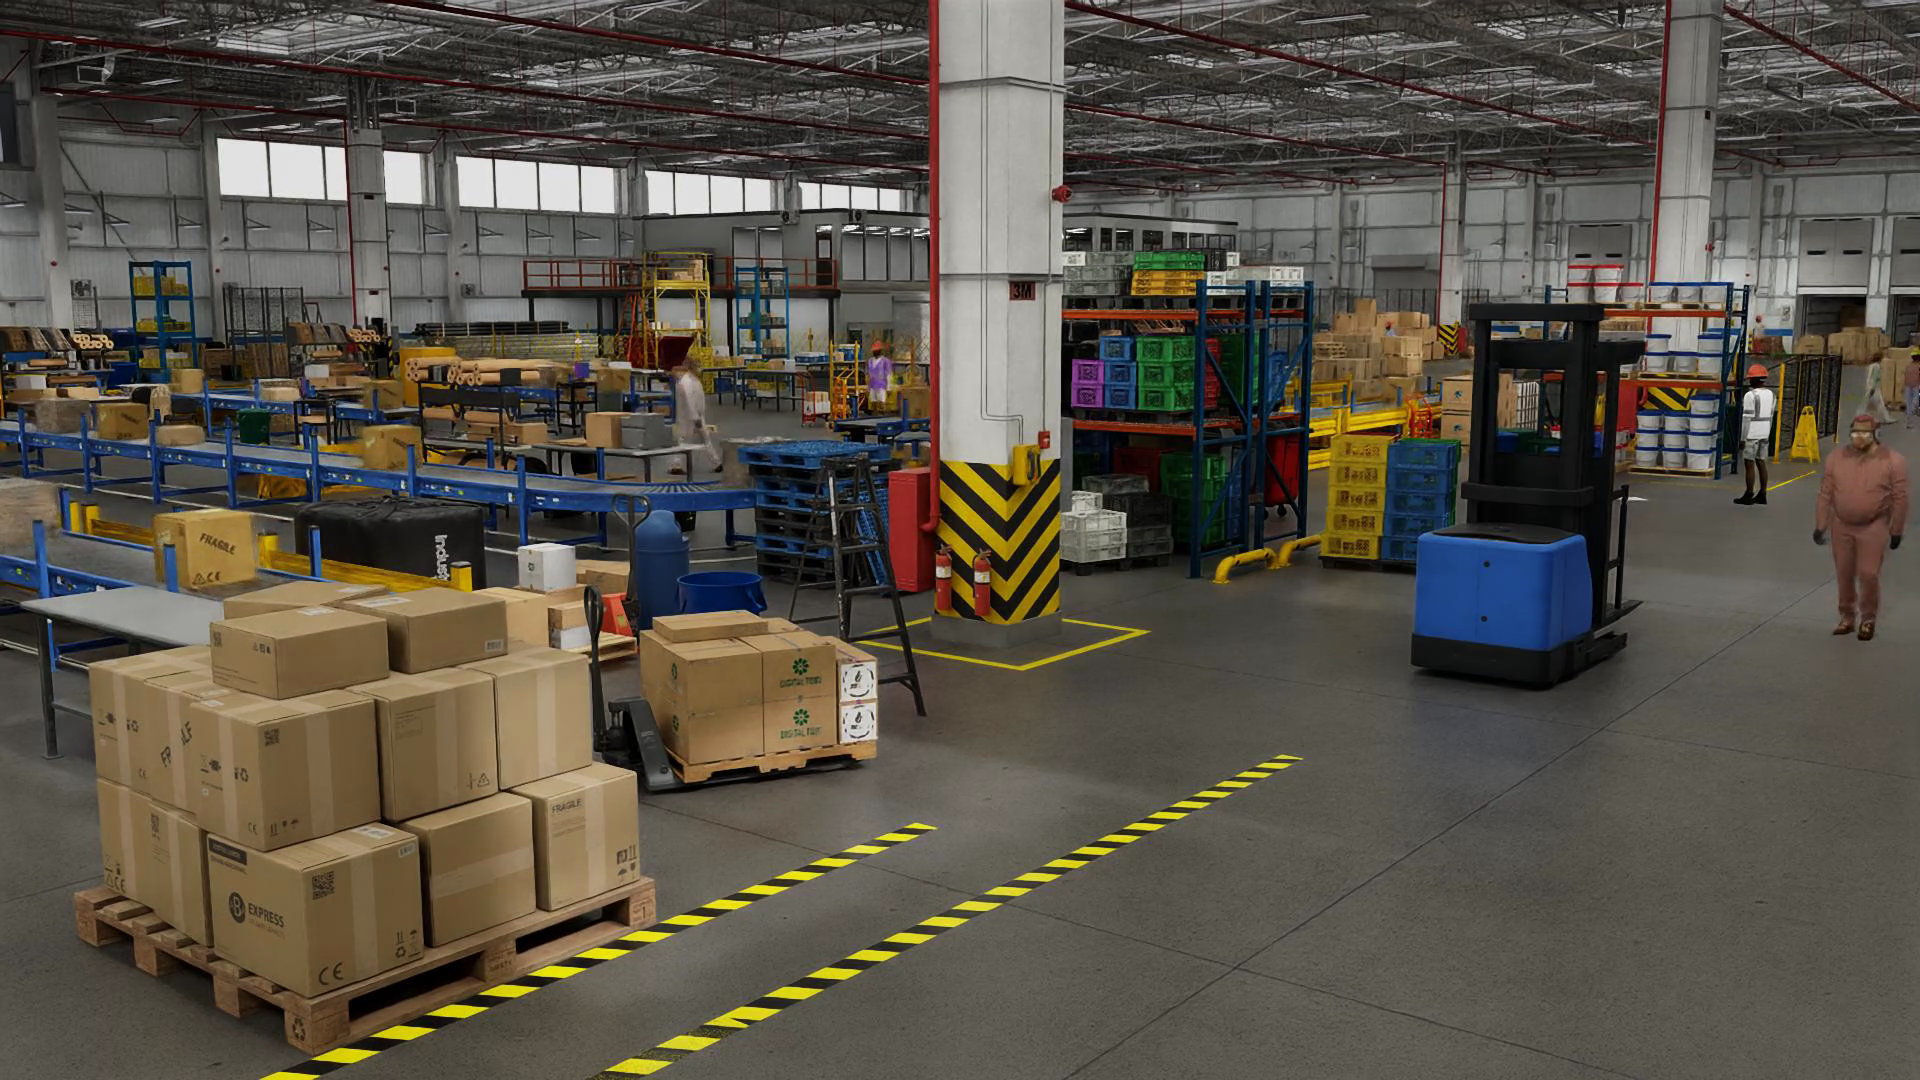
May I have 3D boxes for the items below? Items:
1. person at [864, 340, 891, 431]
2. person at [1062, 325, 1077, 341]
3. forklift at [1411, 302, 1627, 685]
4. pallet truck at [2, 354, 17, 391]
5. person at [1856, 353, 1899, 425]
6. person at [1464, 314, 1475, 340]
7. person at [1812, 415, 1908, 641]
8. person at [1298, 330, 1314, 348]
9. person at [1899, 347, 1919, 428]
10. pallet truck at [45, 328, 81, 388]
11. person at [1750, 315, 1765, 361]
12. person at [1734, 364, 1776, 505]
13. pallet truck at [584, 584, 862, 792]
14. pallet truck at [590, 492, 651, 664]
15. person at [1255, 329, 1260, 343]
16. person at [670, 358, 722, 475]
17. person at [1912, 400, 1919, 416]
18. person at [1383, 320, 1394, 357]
[{"bbox_3d":[-1.720,-3.176,34.511,0.553,1.919,0.403,5,10,32],"label":"person"},{"bbox_3d":[3.950,-6.896,59.912,0.593,1.838,0.976,3,9,19],"label":"person"},{"bbox_3d":[4.379,-0.438,12.852,1.129,2.768,1.873,7,11,37],"label":"forklift"},{"bbox_3d":[-24.881,-4.417,42.634,1.885,1.965,0.823,8,11,41],"label":"pallet truck"},{"bbox_3d":[20.176,-3.318,36.585,0.865,1.595,0.520,2,9,12],"label":"person"},{"bbox_3d":[24.406,-9.891,79.820,0.634,1.912,0.580,8,11,41],"label":"person"},{"bbox_3d":[7.525,-0.104,13.944,0.585,1.891,0.652,-8,12,-43],"label":"person"},{"bbox_3d":[18.285,-10.921,87.307,0.884,1.777,0.652,4,9,26],"label":"person"},{"bbox_3d":[20.538,-3.278,35.776,0.412,1.754,0.532,-4,9,-25],"label":"person"},{"bbox_3d":[-23.775,-4.544,43.495,1.885,1.965,0.823,6,10,35],"label":"pallet truck"},{"bbox_3d":[34.253,-8.669,71.359,0.479,1.977,0.647,-1,9,-9],"label":"person"},{"bbox_3d":[10.891,-1.437,22.803,0.539,1.930,0.385,-4,10,-28],"label":"person"},{"bbox_3d":[-1.426,0.805,10.019,1.601,1.201,0.680,-4,9,-26],"label":"pallet truck"},{"bbox_3d":[-3.115,0.344,12.883,0.653,1.274,1.630,7,11,37],"label":"pallet truck"},{"bbox_3d":[12.397,-8.163,68.396,0.507,1.847,0.343,2,9,14],"label":"person"},{"bbox_3d":[-4.188,-1.956,26.528,0.998,1.856,0.647,2,9,11],"label":"person"},{"bbox_3d":[22.809,-3.786,38.994,0.967,1.827,0.538,7,11,40],"label":"person"},{"bbox_3d":[16.309,-7.412,63.268,0.864,1.864,0.579,-4,9,-24],"label":"person"}]
